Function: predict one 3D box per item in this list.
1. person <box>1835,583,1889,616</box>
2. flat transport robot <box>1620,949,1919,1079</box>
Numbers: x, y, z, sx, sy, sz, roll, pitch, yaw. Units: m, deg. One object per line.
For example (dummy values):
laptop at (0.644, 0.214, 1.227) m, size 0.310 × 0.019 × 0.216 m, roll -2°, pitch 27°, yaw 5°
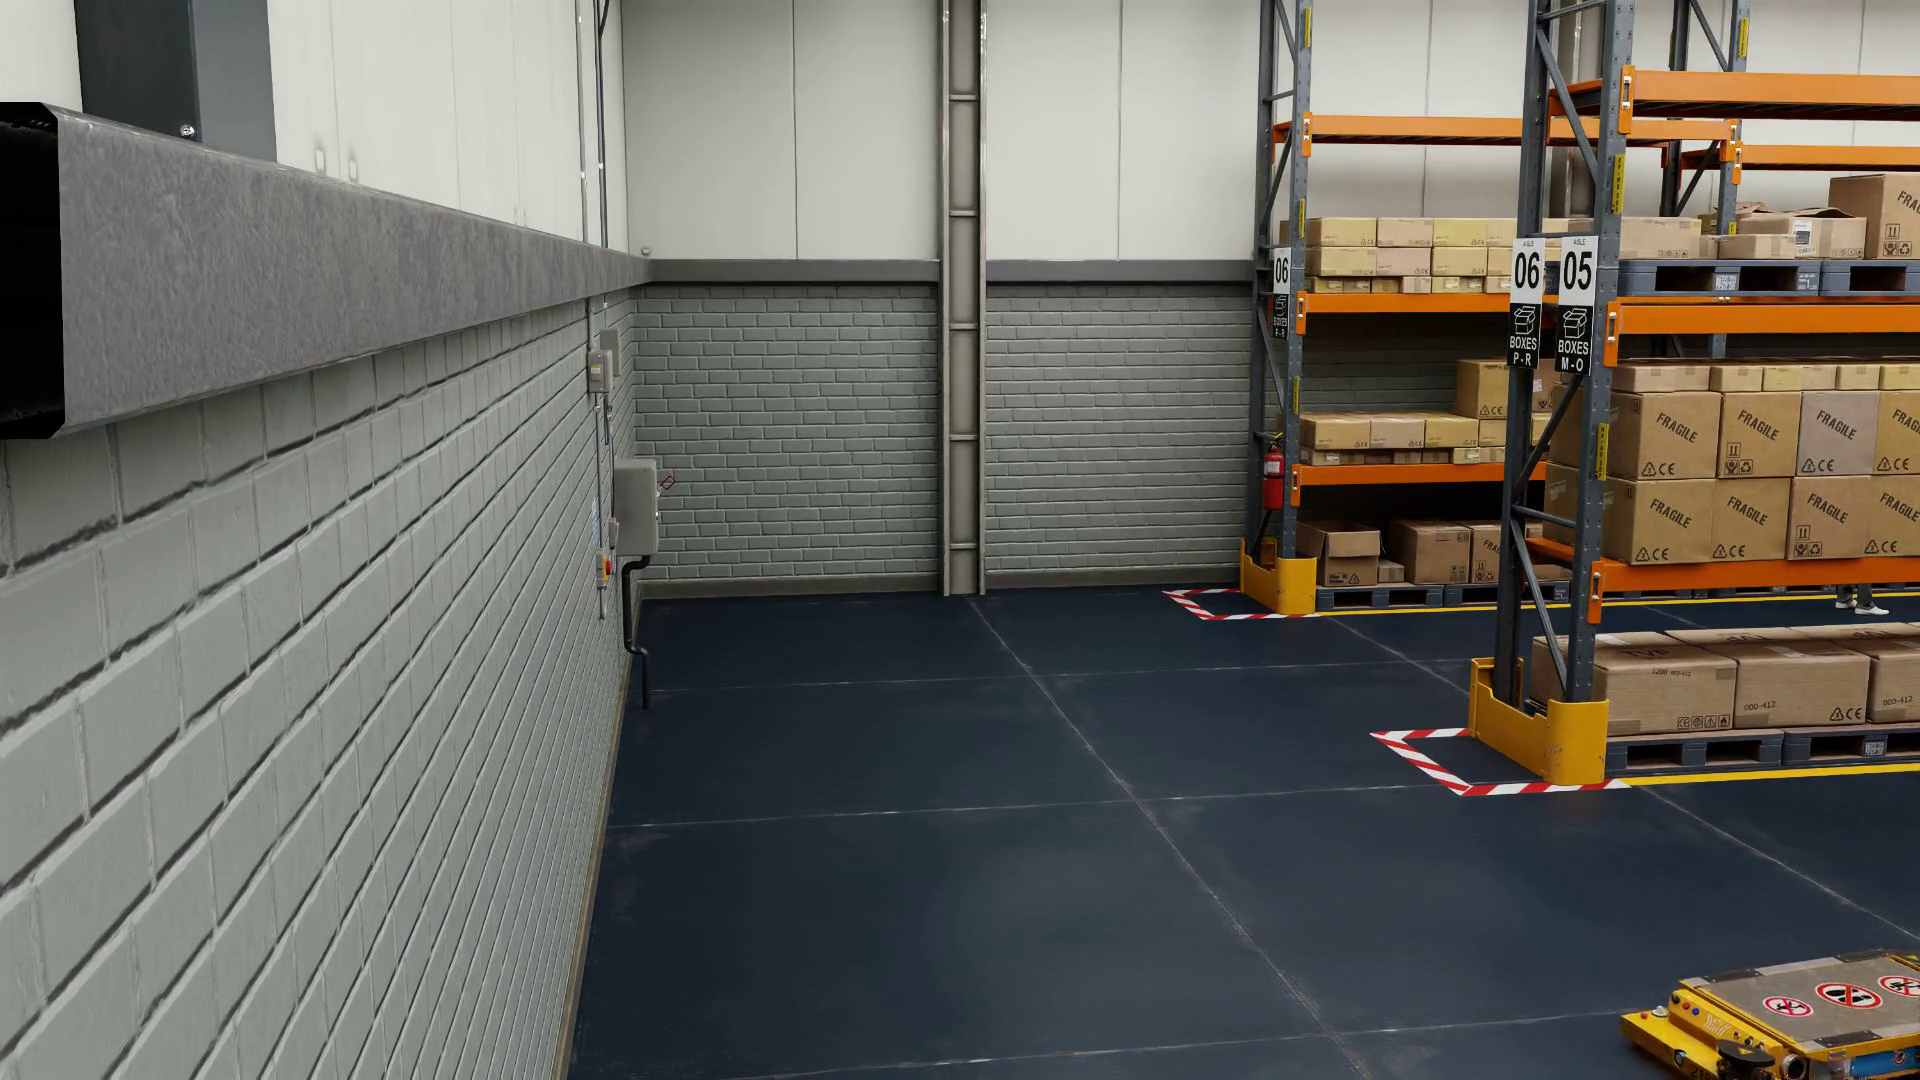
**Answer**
person at (8.031, -0.293, 14.684) m, size 0.392 × 1.921 × 0.585 m, roll -1°, pitch 9°, yaw -9°
flat transport robot at (3.372, 1.865, 6.434) m, size 1.431 × 0.197 × 0.652 m, roll -3°, pitch 10°, yaw -17°
